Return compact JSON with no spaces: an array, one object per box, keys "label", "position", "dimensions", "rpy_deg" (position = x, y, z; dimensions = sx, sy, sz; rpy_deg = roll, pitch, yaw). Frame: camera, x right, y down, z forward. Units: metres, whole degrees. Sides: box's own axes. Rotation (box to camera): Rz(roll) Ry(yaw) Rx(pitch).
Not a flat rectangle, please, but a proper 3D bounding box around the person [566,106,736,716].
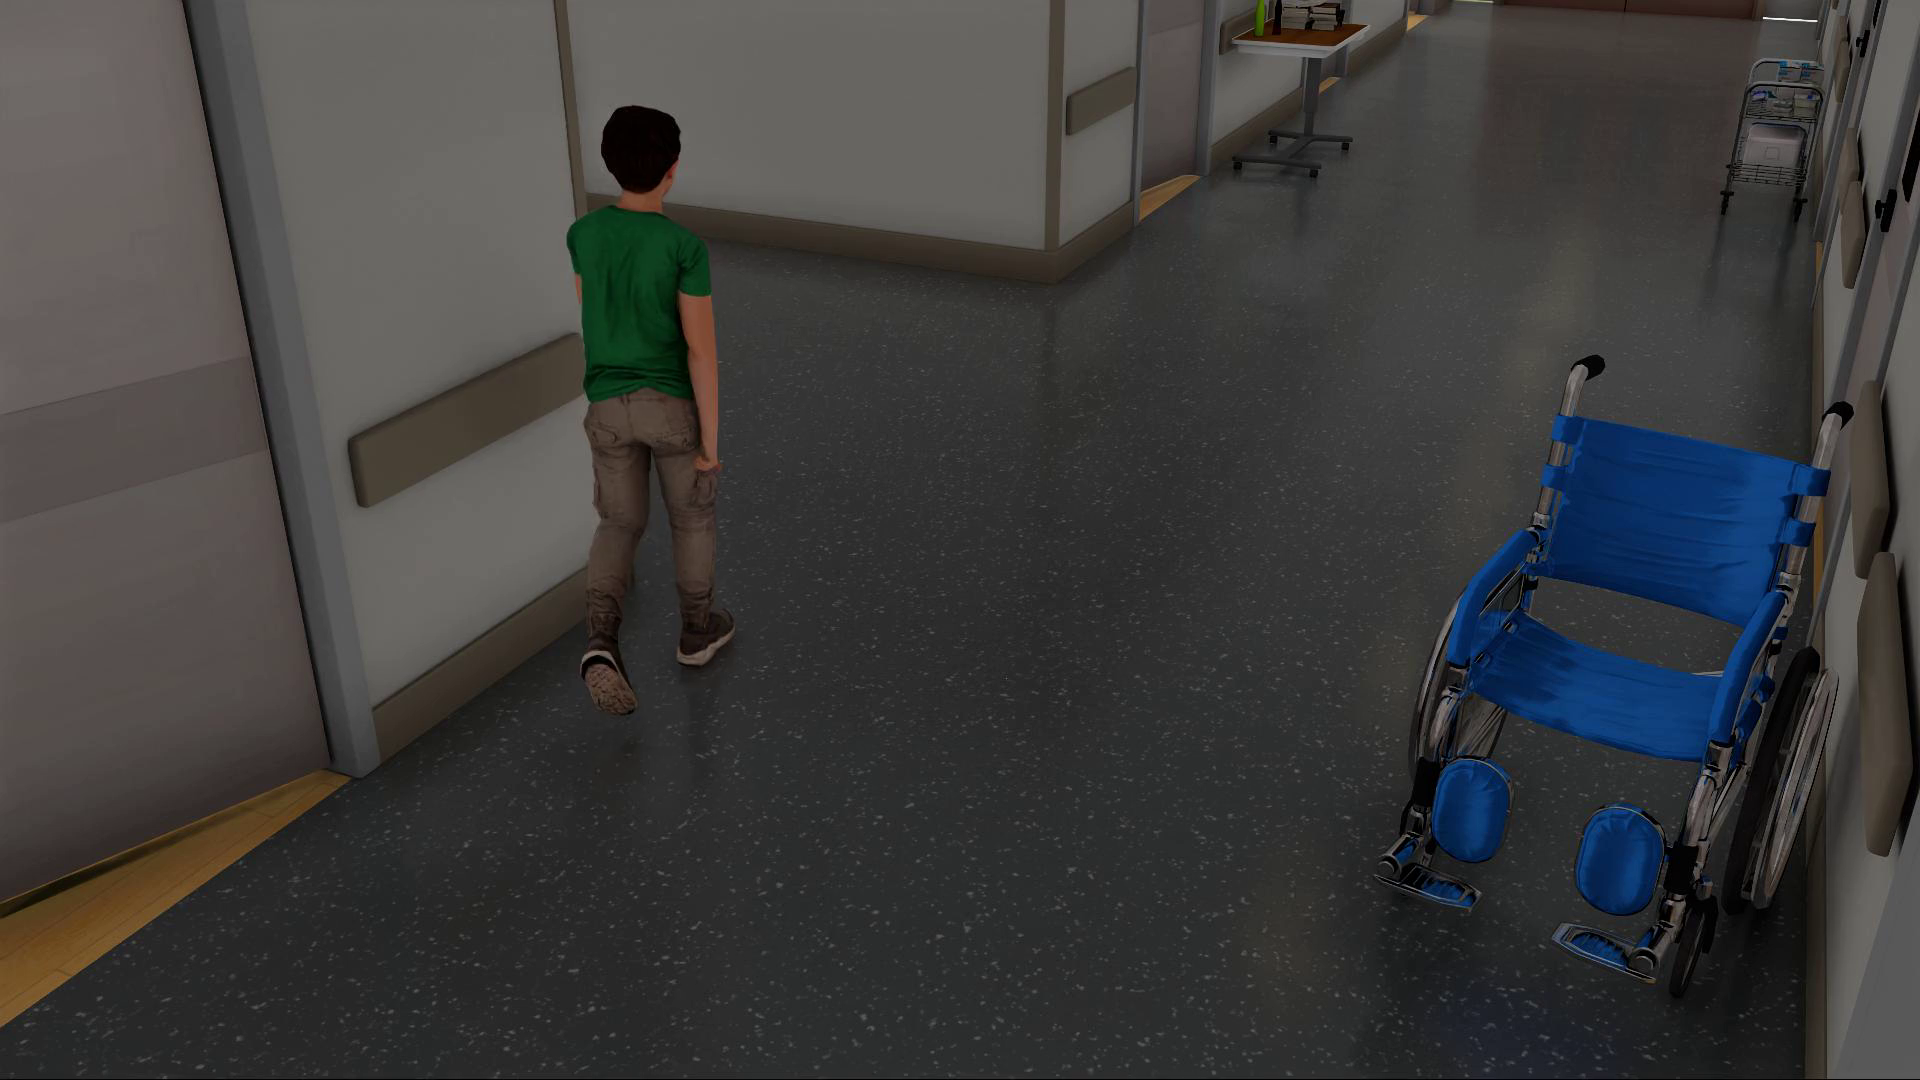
[{"label":"person","position":[-0.877,-0.303,4.453],"dimensions":[0.708,1.629,1.032],"rpy_deg":[6,26,11]}]
